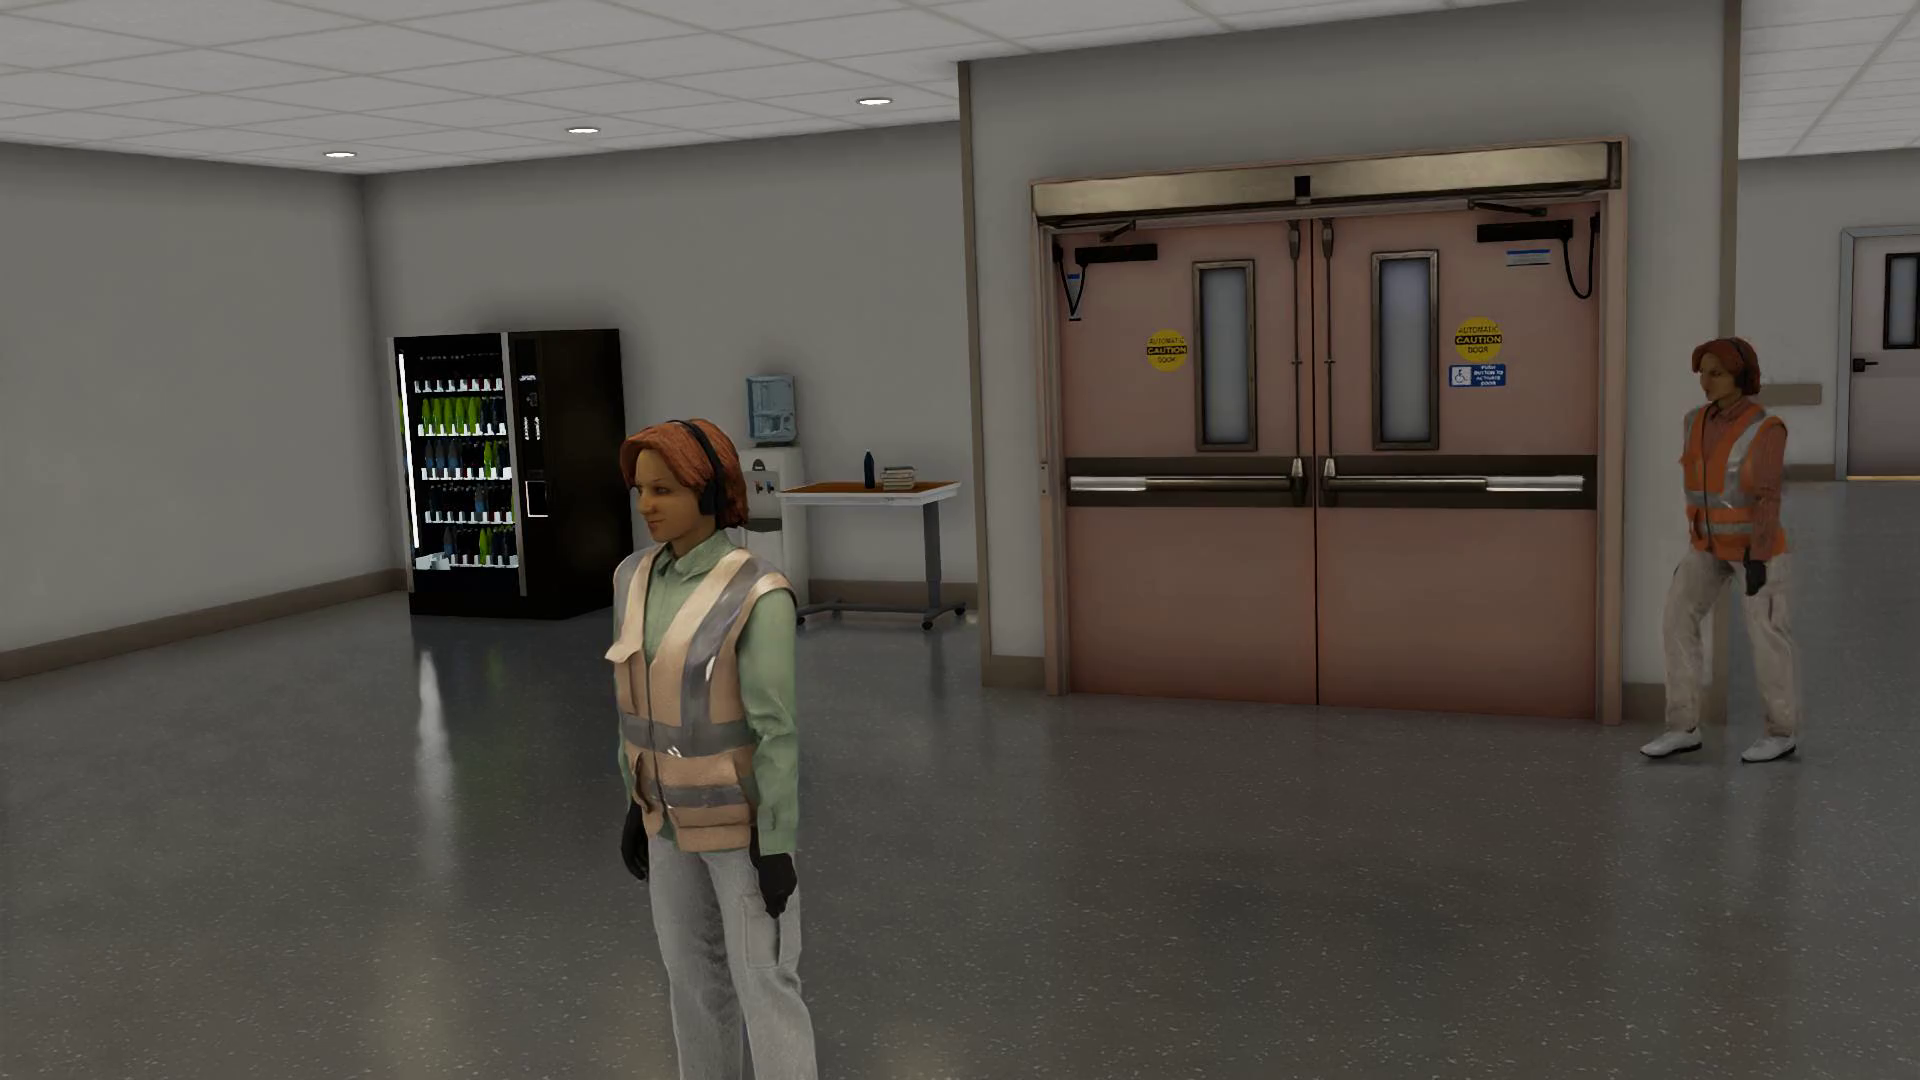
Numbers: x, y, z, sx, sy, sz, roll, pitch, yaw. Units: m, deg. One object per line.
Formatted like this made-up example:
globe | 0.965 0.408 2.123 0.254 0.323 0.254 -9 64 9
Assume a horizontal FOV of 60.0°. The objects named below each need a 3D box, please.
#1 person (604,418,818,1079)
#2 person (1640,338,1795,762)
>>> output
person | -0.486 0.574 3.291 0.508 1.629 0.315 5 10 44
person | 2.871 0.054 6.262 0.700 1.610 0.553 -5 8 -18
